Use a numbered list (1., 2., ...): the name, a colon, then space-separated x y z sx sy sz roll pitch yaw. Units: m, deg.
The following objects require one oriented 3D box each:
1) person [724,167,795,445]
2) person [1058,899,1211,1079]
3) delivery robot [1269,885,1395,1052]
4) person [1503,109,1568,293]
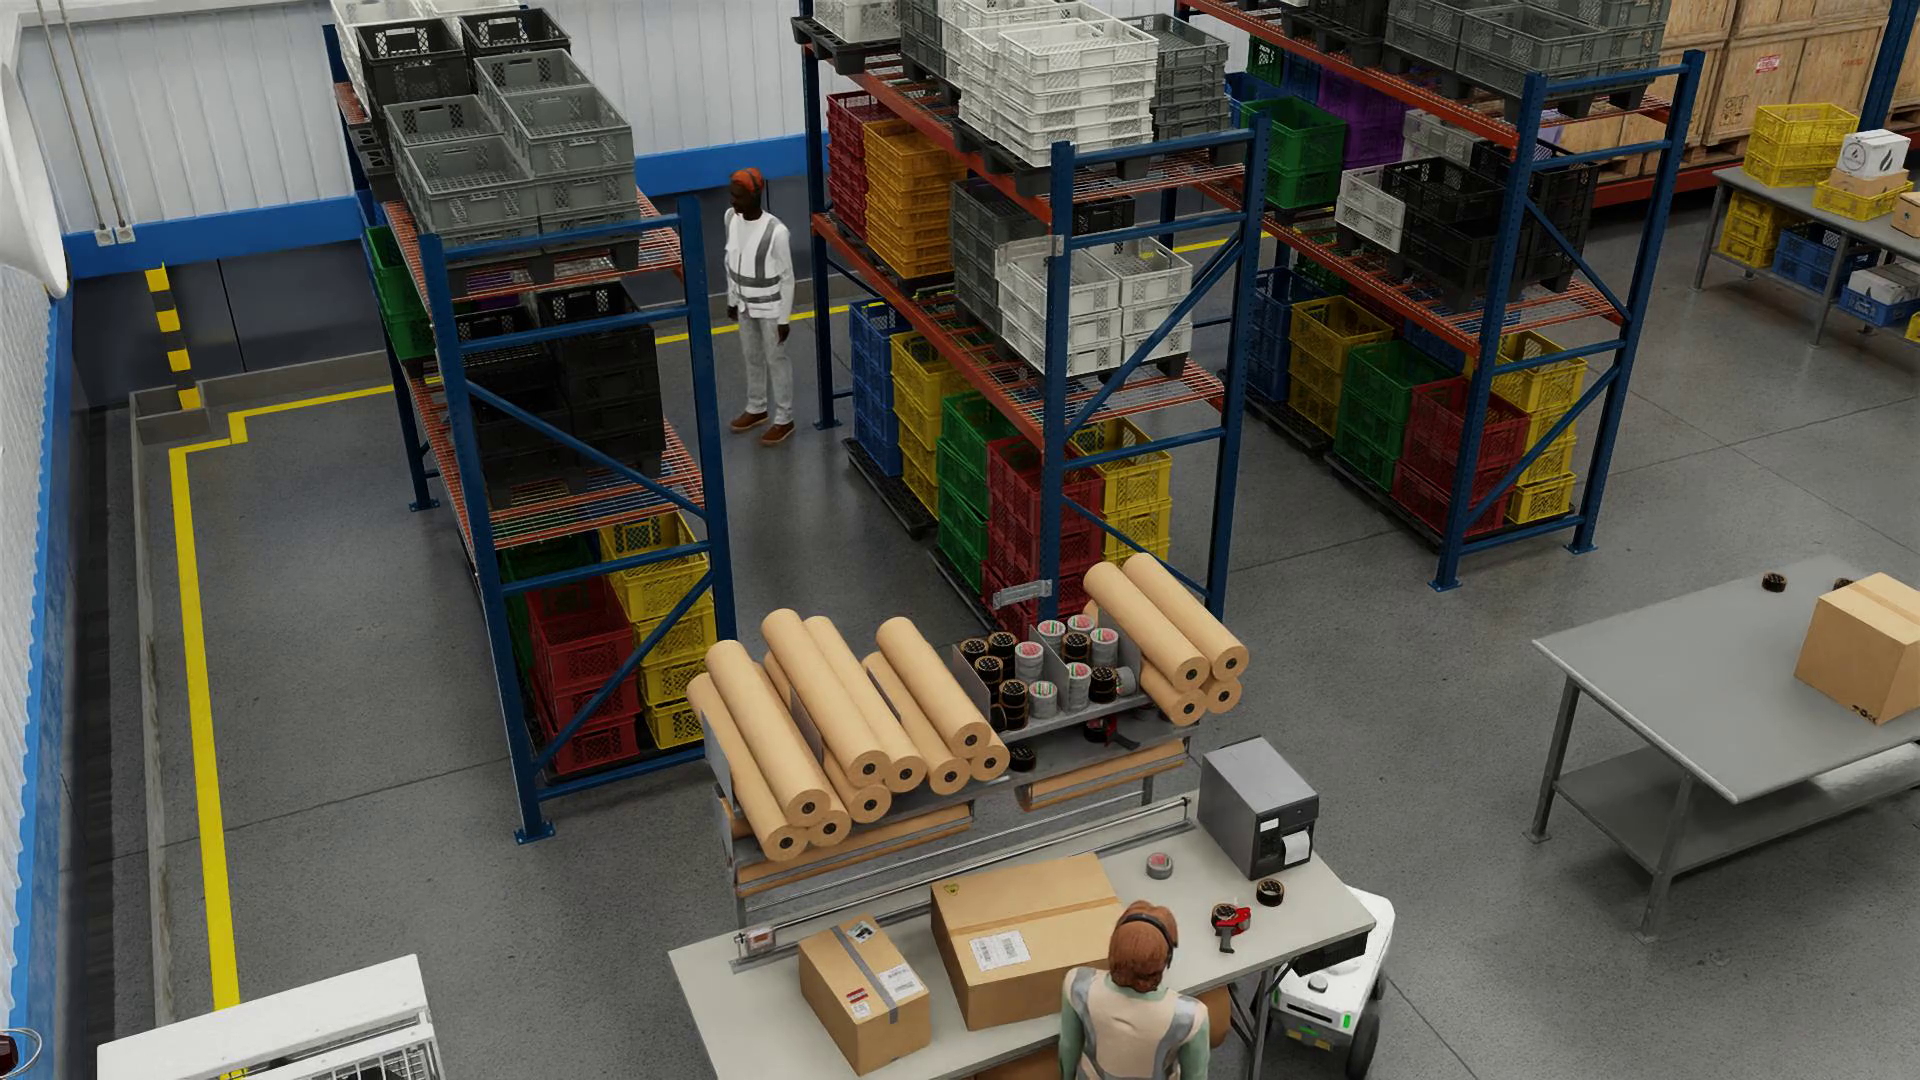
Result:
1. person: -1.317 -1.526 10.898 0.575 1.881 0.356 26 40 35
2. person: 0.570 1.886 5.591 0.517 1.633 0.311 12 33 18
3. delivery robot: 1.529 1.718 6.800 0.477 0.478 0.707 15 35 23
4. person: 4.362 -2.812 12.933 0.630 1.940 0.372 -18 36 -26
